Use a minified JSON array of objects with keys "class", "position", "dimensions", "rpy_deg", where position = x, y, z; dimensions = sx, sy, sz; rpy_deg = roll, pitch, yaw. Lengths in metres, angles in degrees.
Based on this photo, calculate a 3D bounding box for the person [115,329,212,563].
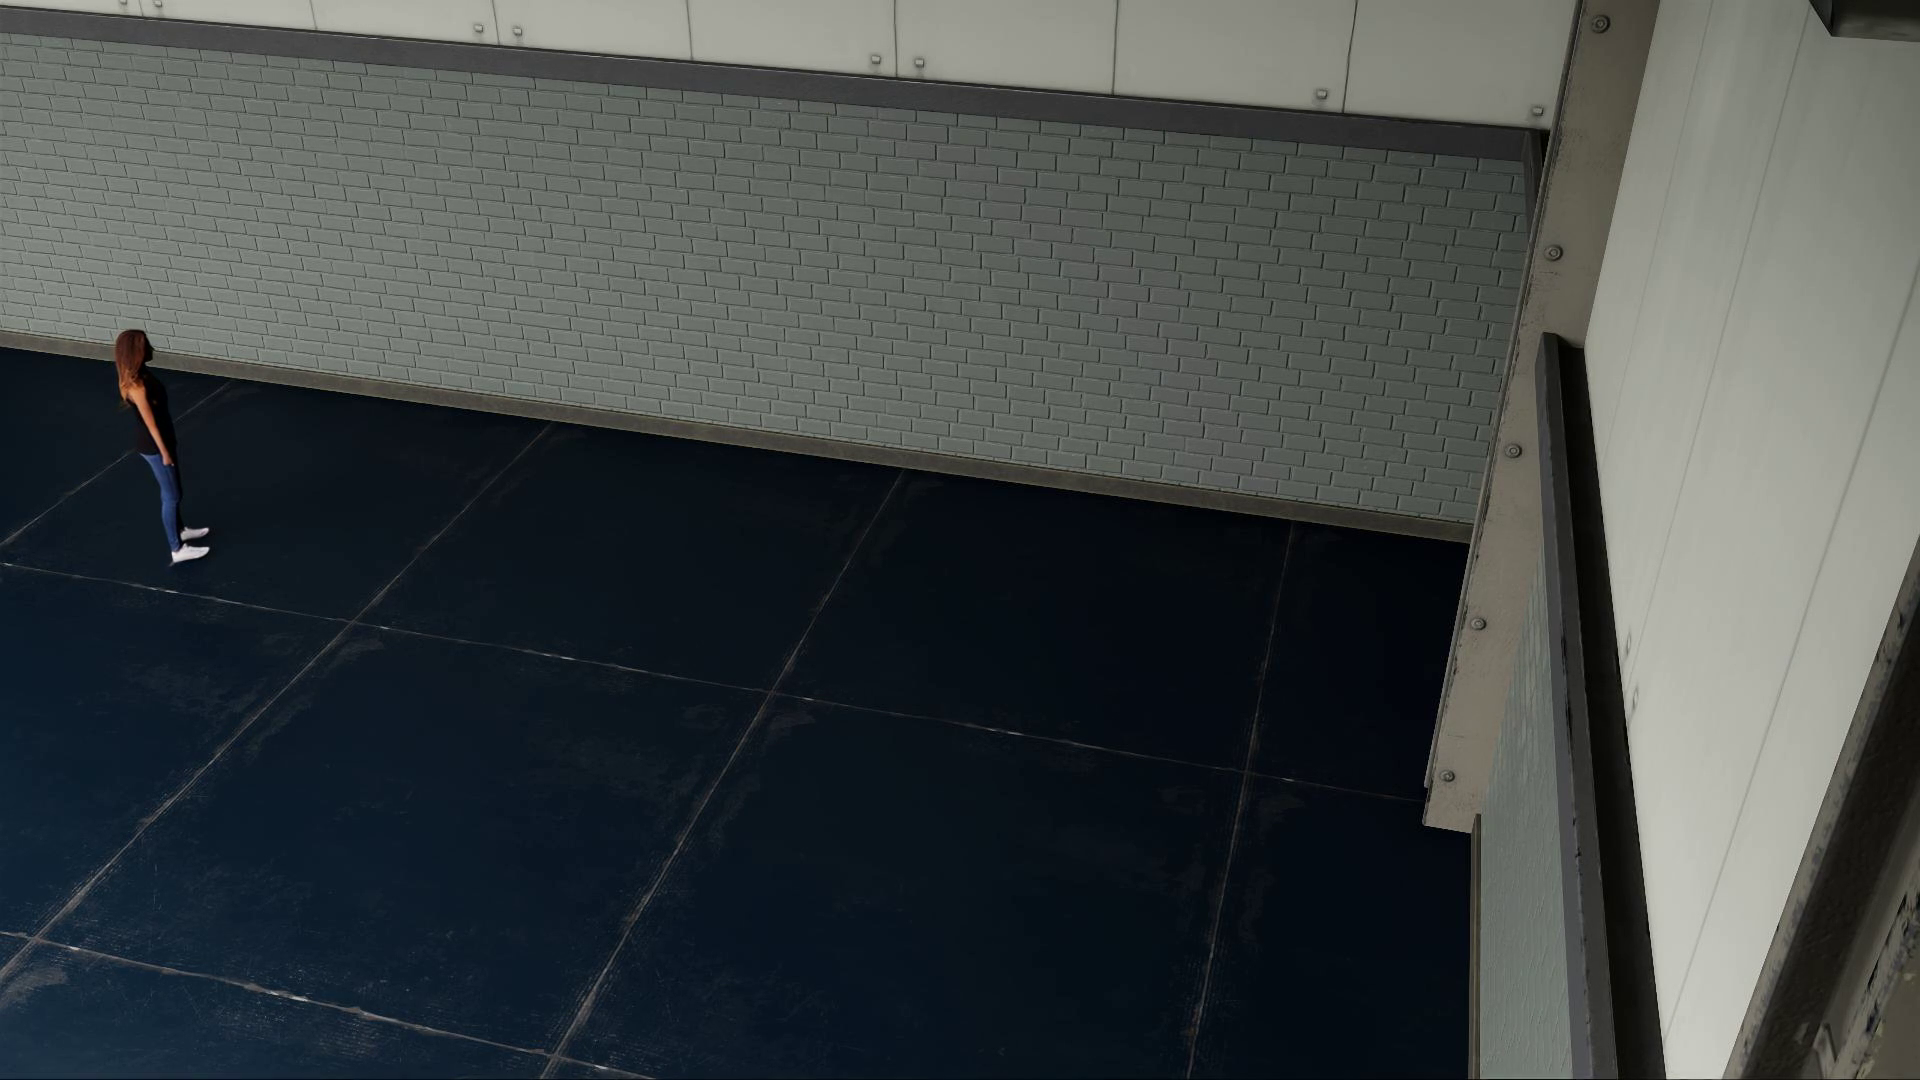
[{"class":"person","position":[-5.558,-0.671,11.514],"dimensions":[0.712,1.722,0.641],"rpy_deg":[-15,35,-22]}]
